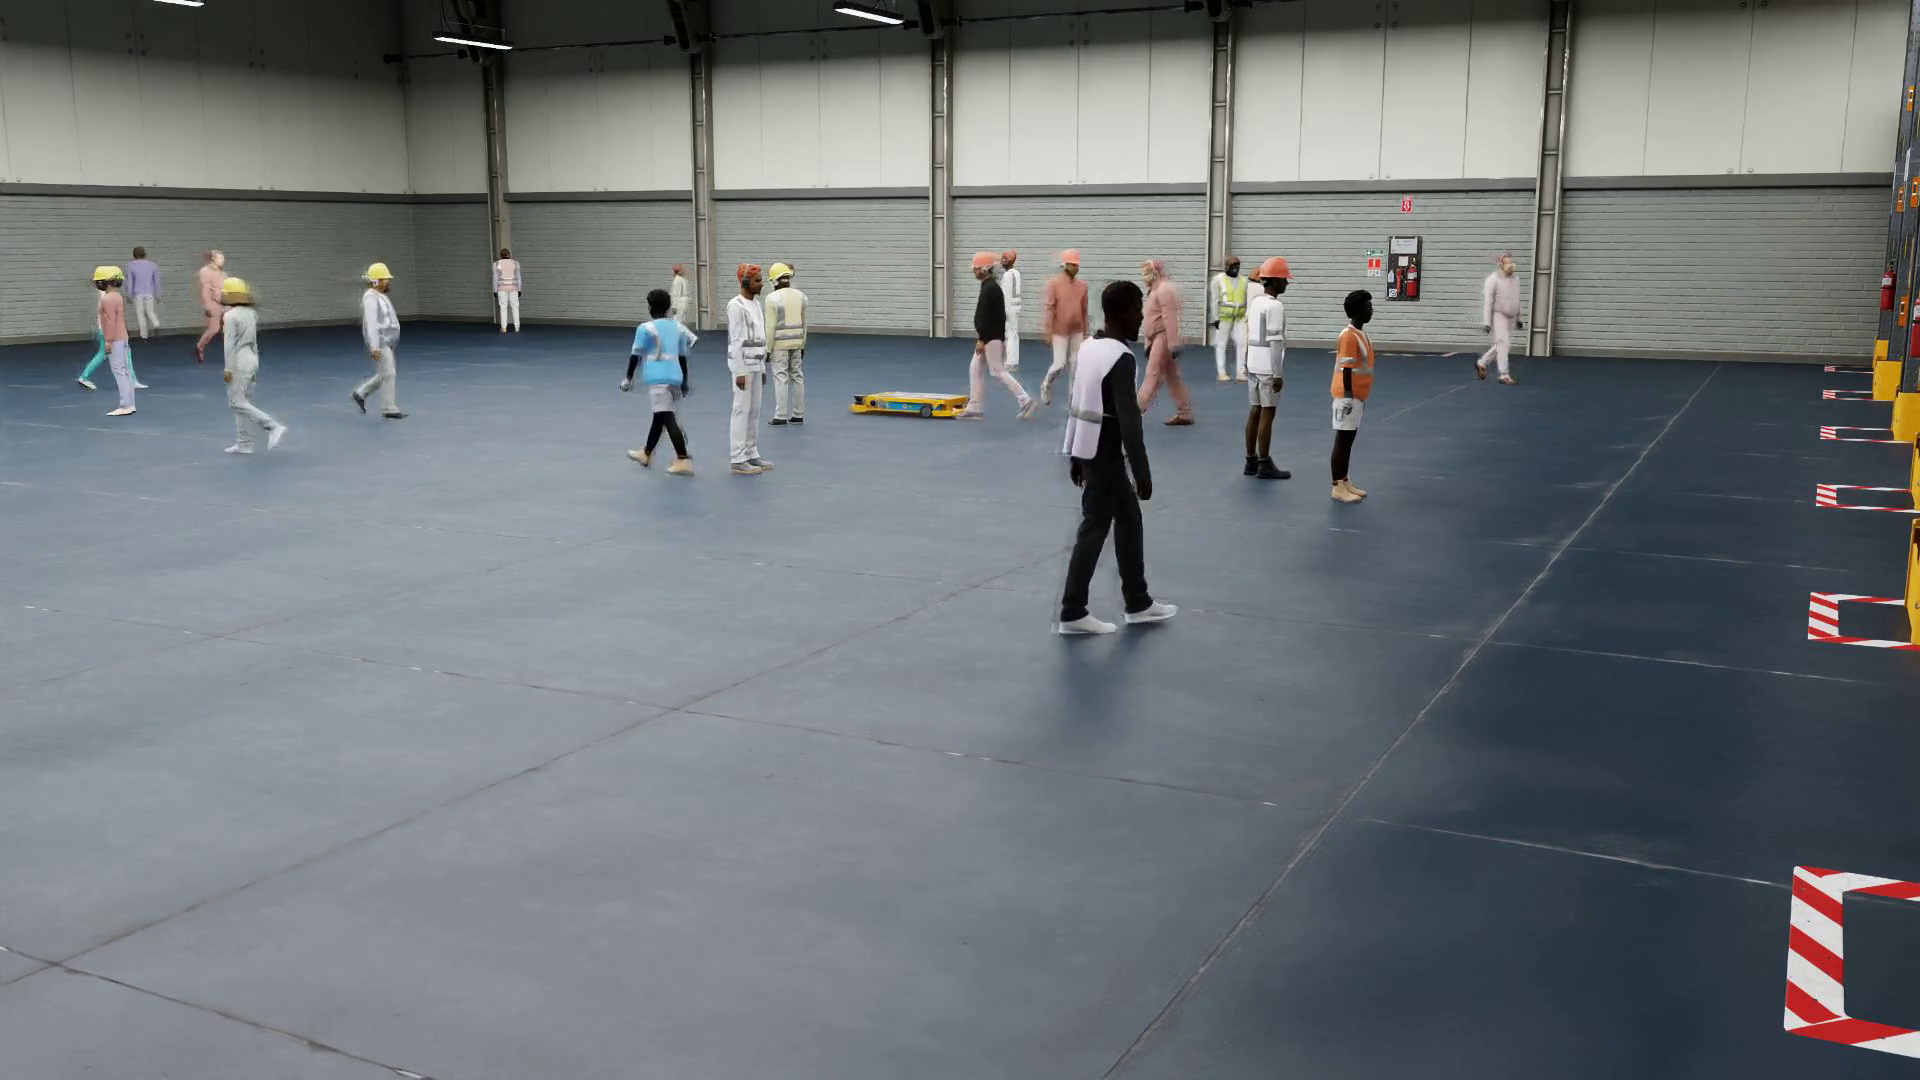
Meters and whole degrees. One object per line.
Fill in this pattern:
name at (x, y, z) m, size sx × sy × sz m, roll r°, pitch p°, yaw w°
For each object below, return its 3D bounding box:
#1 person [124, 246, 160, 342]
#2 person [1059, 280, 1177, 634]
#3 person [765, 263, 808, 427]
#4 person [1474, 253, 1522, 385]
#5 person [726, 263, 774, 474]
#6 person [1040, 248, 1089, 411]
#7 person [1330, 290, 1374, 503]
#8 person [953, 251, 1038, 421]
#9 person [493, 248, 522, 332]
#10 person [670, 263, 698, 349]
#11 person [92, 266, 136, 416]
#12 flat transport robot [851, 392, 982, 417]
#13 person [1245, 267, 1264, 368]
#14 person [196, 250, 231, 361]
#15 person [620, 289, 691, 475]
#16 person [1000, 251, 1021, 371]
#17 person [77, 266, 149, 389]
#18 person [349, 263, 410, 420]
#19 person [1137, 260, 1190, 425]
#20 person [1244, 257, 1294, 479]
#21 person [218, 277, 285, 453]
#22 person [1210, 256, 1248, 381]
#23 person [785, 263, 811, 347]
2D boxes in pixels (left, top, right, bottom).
person at (-16.259, -4.882, 33.083) m, size 0.422 × 1.929 × 0.631 m, roll 9°, pitch 14°, yaw 40°
person at (0.903, -0.431, 8.895) m, size 0.846 × 1.884 × 0.631 m, roll -2°, pitch 11°, yaw -12°
person at (-1.964, -2.165, 18.537) m, size 0.403 × 1.823 × 0.586 m, roll 10°, pitch 14°, yaw 42°
person at (7.791, -3.201, 24.038) m, size 0.645 × 1.885 × 0.824 m, roll -7°, pitch 13°, yaw -34°
person at (-1.904, -1.539, 14.969) m, size 0.340 × 1.878 × 0.573 m, roll 3°, pitch 11°, yaw 16°
person at (1.272, -2.535, 20.132) m, size 0.629 × 1.975 × 0.644 m, roll -5°, pitch 12°, yaw -27°
person at (3.154, -1.156, 13.375) m, size 0.321 × 1.697 × 0.535 m, roll 5°, pitch 11°, yaw 24°
person at (0.422, -2.333, 19.097) m, size 0.933 × 1.958 × 0.606 m, roll 0°, pitch 10°, yaw -1°
person at (-10.031, -5.531, 36.856) m, size 0.619 × 1.838 × 0.430 m, roll -5°, pitch 11°, yaw -24°
person at (-5.098, -4.248, 30.446) m, size 0.432 × 1.626 × 0.519 m, roll 0°, pitch 10°, yaw 2°
person at (-10.052, -2.354, 19.725) m, size 0.329 × 1.765 × 0.533 m, roll -2°, pitch 11°, yaw -12°
flat transport robot at (-0.523, -1.629, 19.844) m, size 1.431 × 0.197 × 0.652 m, roll 6°, pitch 12°, yaw 28°
person at (4.694, -3.550, 26.637) m, size 0.297 × 1.623 × 0.505 m, roll -7°, pitch 12°, yaw -33°
person at (-12.419, -3.897, 27.786) m, size 0.709 × 1.888 × 0.684 m, roll 3°, pitch 11°, yaw 16°
person at (-2.723, -1.423, 14.954) m, size 0.898 × 1.636 × 0.547 m, roll 7°, pitch 12°, yaw 33°
person at (0.779, -3.606, 26.223) m, size 0.343 × 1.881 × 0.585 m, roll 3°, pitch 11°, yaw 17°
person at (-11.786, -2.926, 22.977) m, size 0.855 × 1.716 × 0.575 m, roll -1°, pitch 10°, yaw -5°
person at (-6.733, -2.277, 19.161) m, size 0.628 × 1.818 × 0.594 m, roll -1°, pitch 10°, yaw -4°
person at (2.135, -2.195, 18.603) m, size 0.971 × 1.853 × 0.672 m, roll 0°, pitch 10°, yaw 1°
person at (2.719, -1.507, 14.632) m, size 0.379 × 1.938 × 0.547 m, roll -2°, pitch 11°, yaw -13°
person at (-6.937, -1.689, 16.195) m, size 0.577 × 1.725 × 0.494 m, roll 0°, pitch 10°, yaw 2°
person at (3.971, -3.207, 24.237) m, size 0.632 × 1.819 × 0.719 m, roll -3°, pitch 11°, yaw -16°
person at (-3.192, -4.402, 31.357) m, size 0.842 × 1.593 × 0.501 m, roll 9°, pitch 13°, yaw 39°
